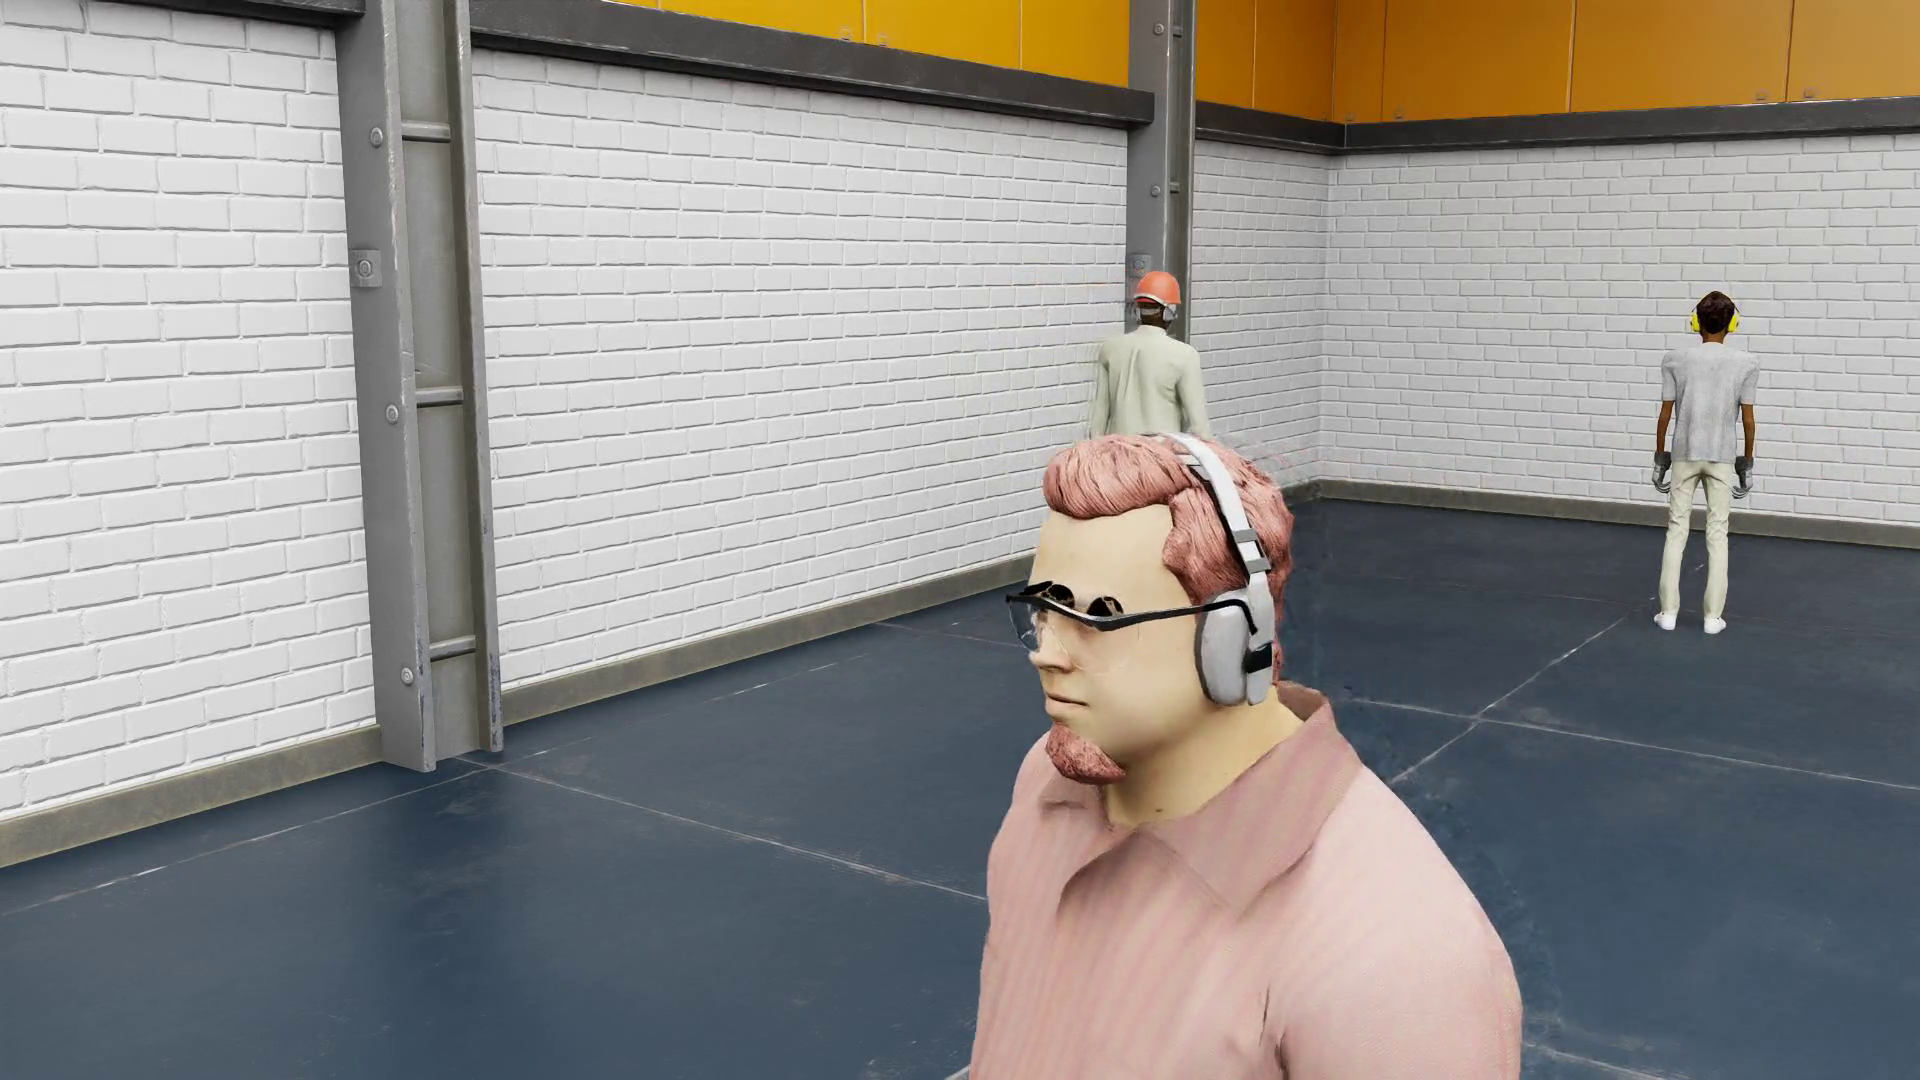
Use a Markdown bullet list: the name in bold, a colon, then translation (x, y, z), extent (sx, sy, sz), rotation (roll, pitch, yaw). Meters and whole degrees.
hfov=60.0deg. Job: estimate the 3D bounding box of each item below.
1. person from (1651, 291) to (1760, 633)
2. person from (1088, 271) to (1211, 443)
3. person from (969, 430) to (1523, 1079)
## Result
- **person**: translation (4.061, -0.419, 9.086), extent (0.511, 1.862, 0.324), rotation (4, 10, 24)
- **person**: translation (1.106, -0.472, 9.085), extent (0.660, 1.952, 0.942), rotation (8, 12, 38)
- **person**: translation (0.280, 0.826, 1.595), extent (0.646, 1.891, 0.657), rotation (-4, 10, -24)
